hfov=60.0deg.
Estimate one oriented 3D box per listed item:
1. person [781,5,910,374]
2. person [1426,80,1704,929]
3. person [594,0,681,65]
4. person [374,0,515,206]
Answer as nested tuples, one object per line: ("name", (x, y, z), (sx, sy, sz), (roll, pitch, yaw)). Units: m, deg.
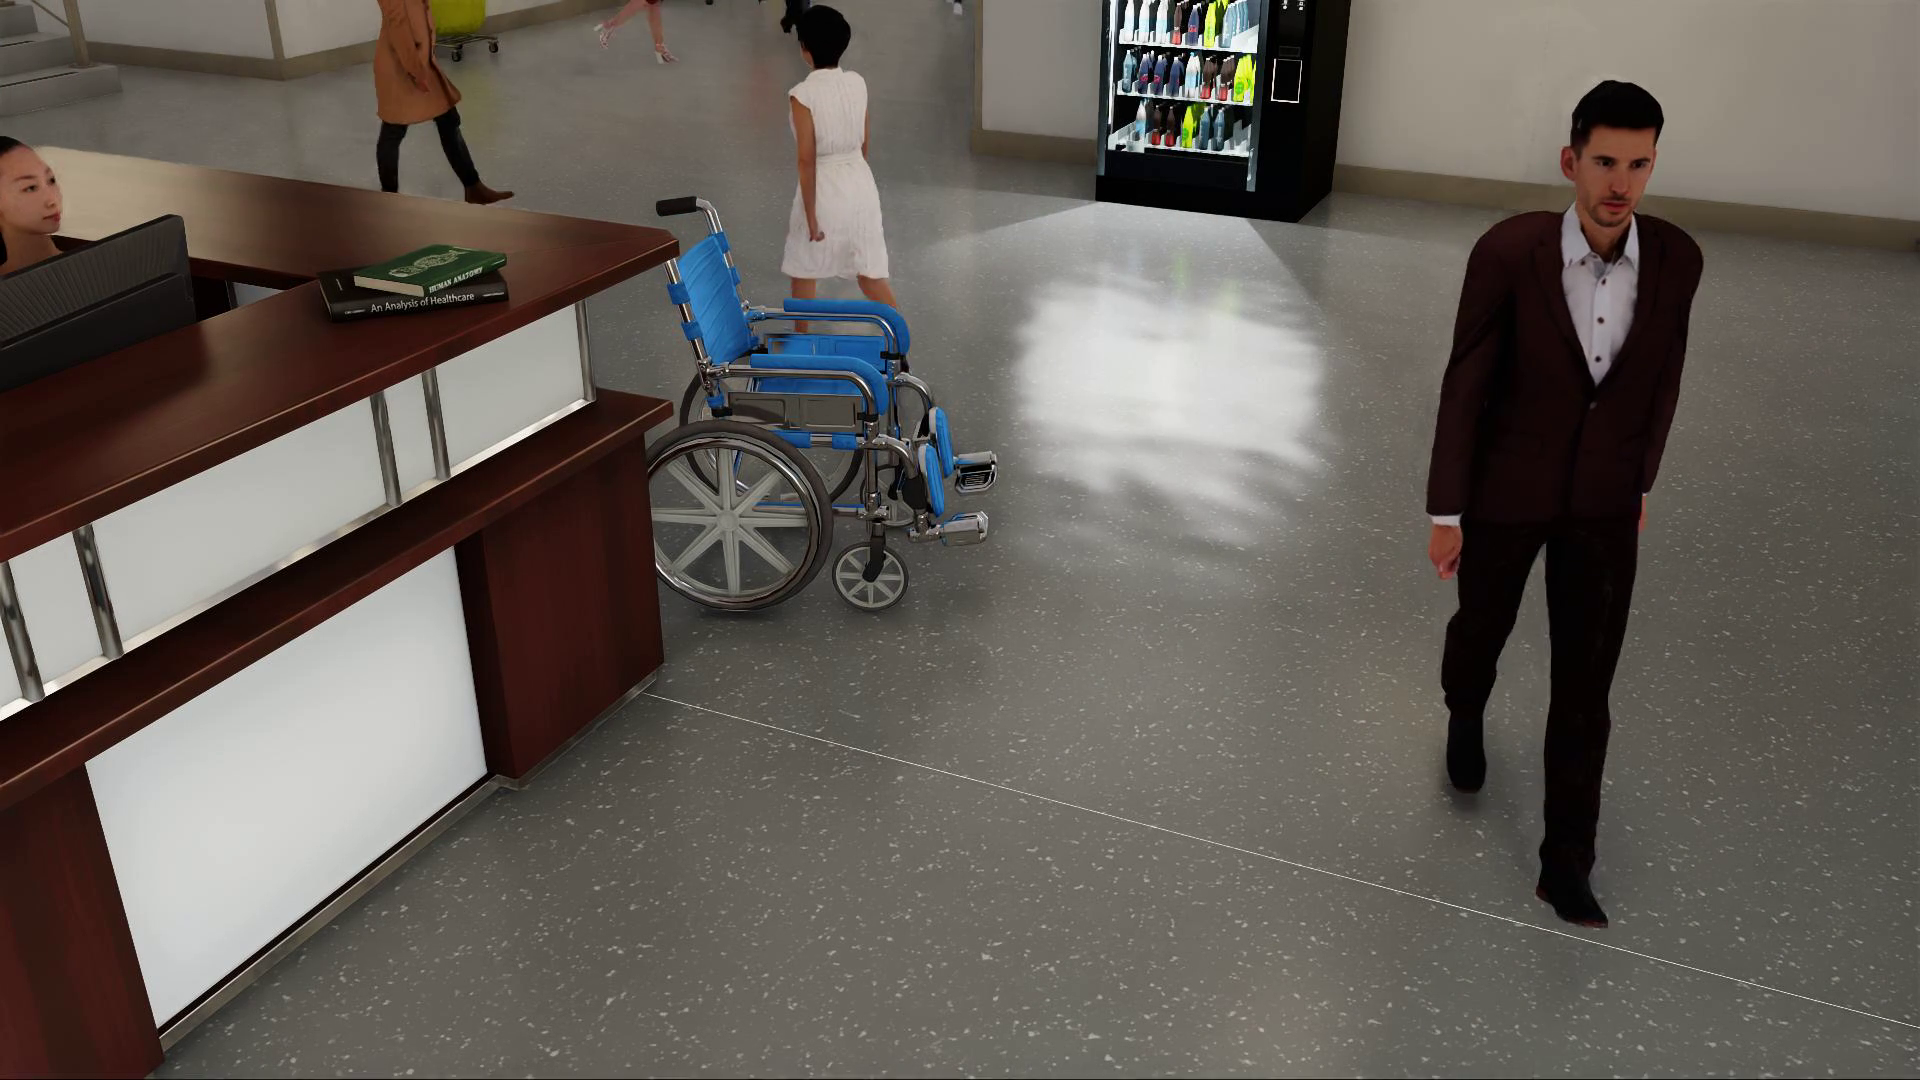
("person", (-0.440, -1.312, 6.657), (0.879, 1.516, 1.103), (-18, 31, -33))
("person", (1.333, -0.120, 3.848), (1.249, 1.809, 1.017), (3, 26, 7))
("person", (-2.634, -4.723, 13.478), (1.009, 1.735, 0.954), (-10, 27, -19))
("person", (-3.100, -2.605, 9.076), (1.051, 1.702, 0.816), (5, 26, 11))
